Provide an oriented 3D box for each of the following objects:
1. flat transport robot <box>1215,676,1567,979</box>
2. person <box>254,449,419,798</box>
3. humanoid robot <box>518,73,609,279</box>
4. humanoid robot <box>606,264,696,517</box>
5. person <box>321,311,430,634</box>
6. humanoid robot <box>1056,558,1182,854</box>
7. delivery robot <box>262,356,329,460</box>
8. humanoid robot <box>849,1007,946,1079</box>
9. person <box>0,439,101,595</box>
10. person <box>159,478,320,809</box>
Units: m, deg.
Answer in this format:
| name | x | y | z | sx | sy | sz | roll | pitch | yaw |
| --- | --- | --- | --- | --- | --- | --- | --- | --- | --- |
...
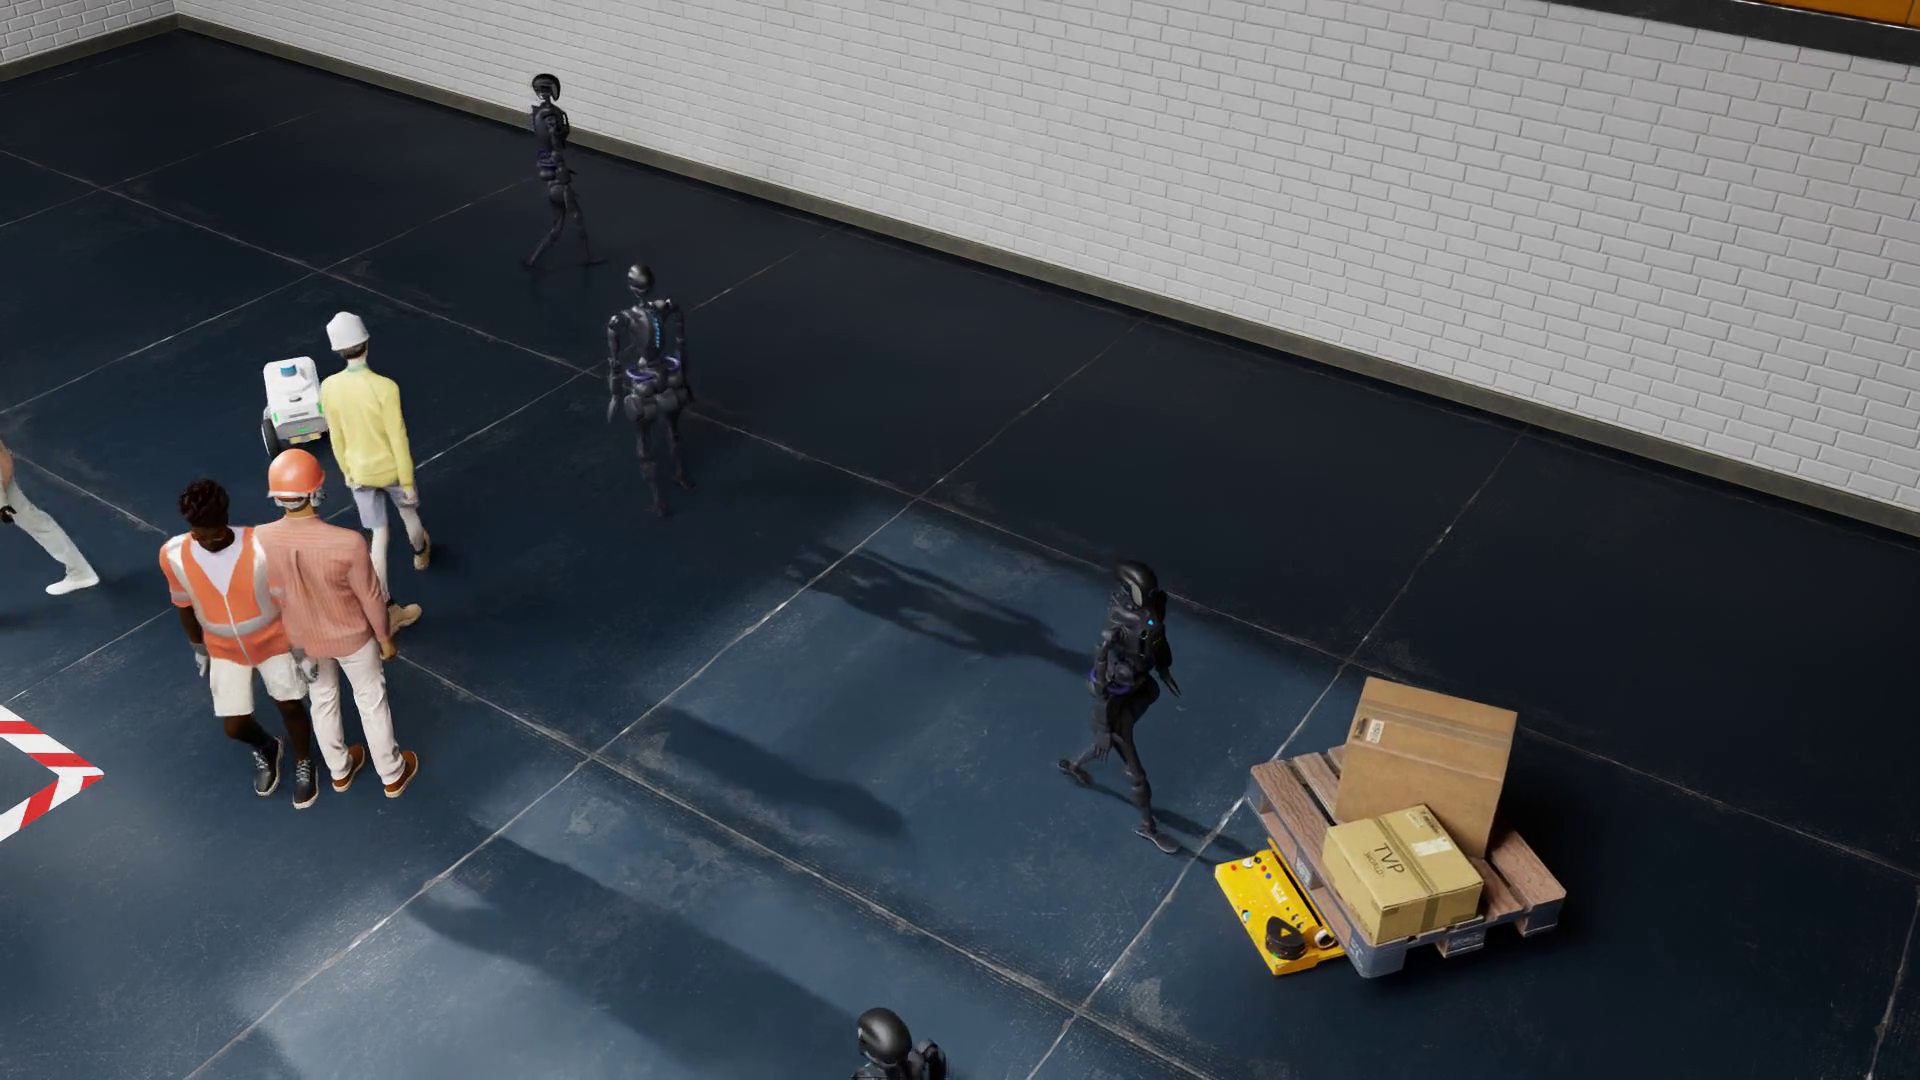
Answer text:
| name | x | y | z | sx | sy | sz | roll | pitch | yaw |
| --- | --- | --- | --- | --- | --- | --- | --- | --- | --- |
| flat transport robot | 2.011 | 1.620 | 7.948 | 1.431 | 0.231 | 0.659 | -10 | 36 | -14 |
| person | -3.065 | 0.436 | 8.147 | 0.610 | 1.986 | 0.401 | 4 | 35 | 5 |
| humanoid robot | -3.245 | -2.890 | 13.200 | 0.740 | 1.641 | 0.584 | -11 | 36 | -15 |
| humanoid robot | -1.915 | -0.940 | 10.382 | 0.591 | 1.639 | 0.429 | -26 | 43 | -32 |
| person | -3.323 | -0.419 | 9.498 | 0.496 | 1.824 | 0.956 | 2 | 35 | 3 |
| humanoid robot | 0.800 | 0.727 | 8.063 | 0.818 | 1.638 | 0.605 | 26 | 42 | 32 |
| delivery robot | -4.529 | -0.915 | 11.336 | 0.525 | 0.612 | 0.783 | -14 | 37 | -18 |
| humanoid robot | -0.241 | 2.263 | 5.844 | 0.602 | 1.634 | 0.752 | -29 | 44 | -35 |
| person | -5.622 | -0.352 | 9.376 | 1.026 | 1.857 | 0.625 | -15 | 38 | -20 |
| person | -3.436 | 0.520 | 8.062 | 0.607 | 1.939 | 0.424 | -7 | 36 | -10 |
